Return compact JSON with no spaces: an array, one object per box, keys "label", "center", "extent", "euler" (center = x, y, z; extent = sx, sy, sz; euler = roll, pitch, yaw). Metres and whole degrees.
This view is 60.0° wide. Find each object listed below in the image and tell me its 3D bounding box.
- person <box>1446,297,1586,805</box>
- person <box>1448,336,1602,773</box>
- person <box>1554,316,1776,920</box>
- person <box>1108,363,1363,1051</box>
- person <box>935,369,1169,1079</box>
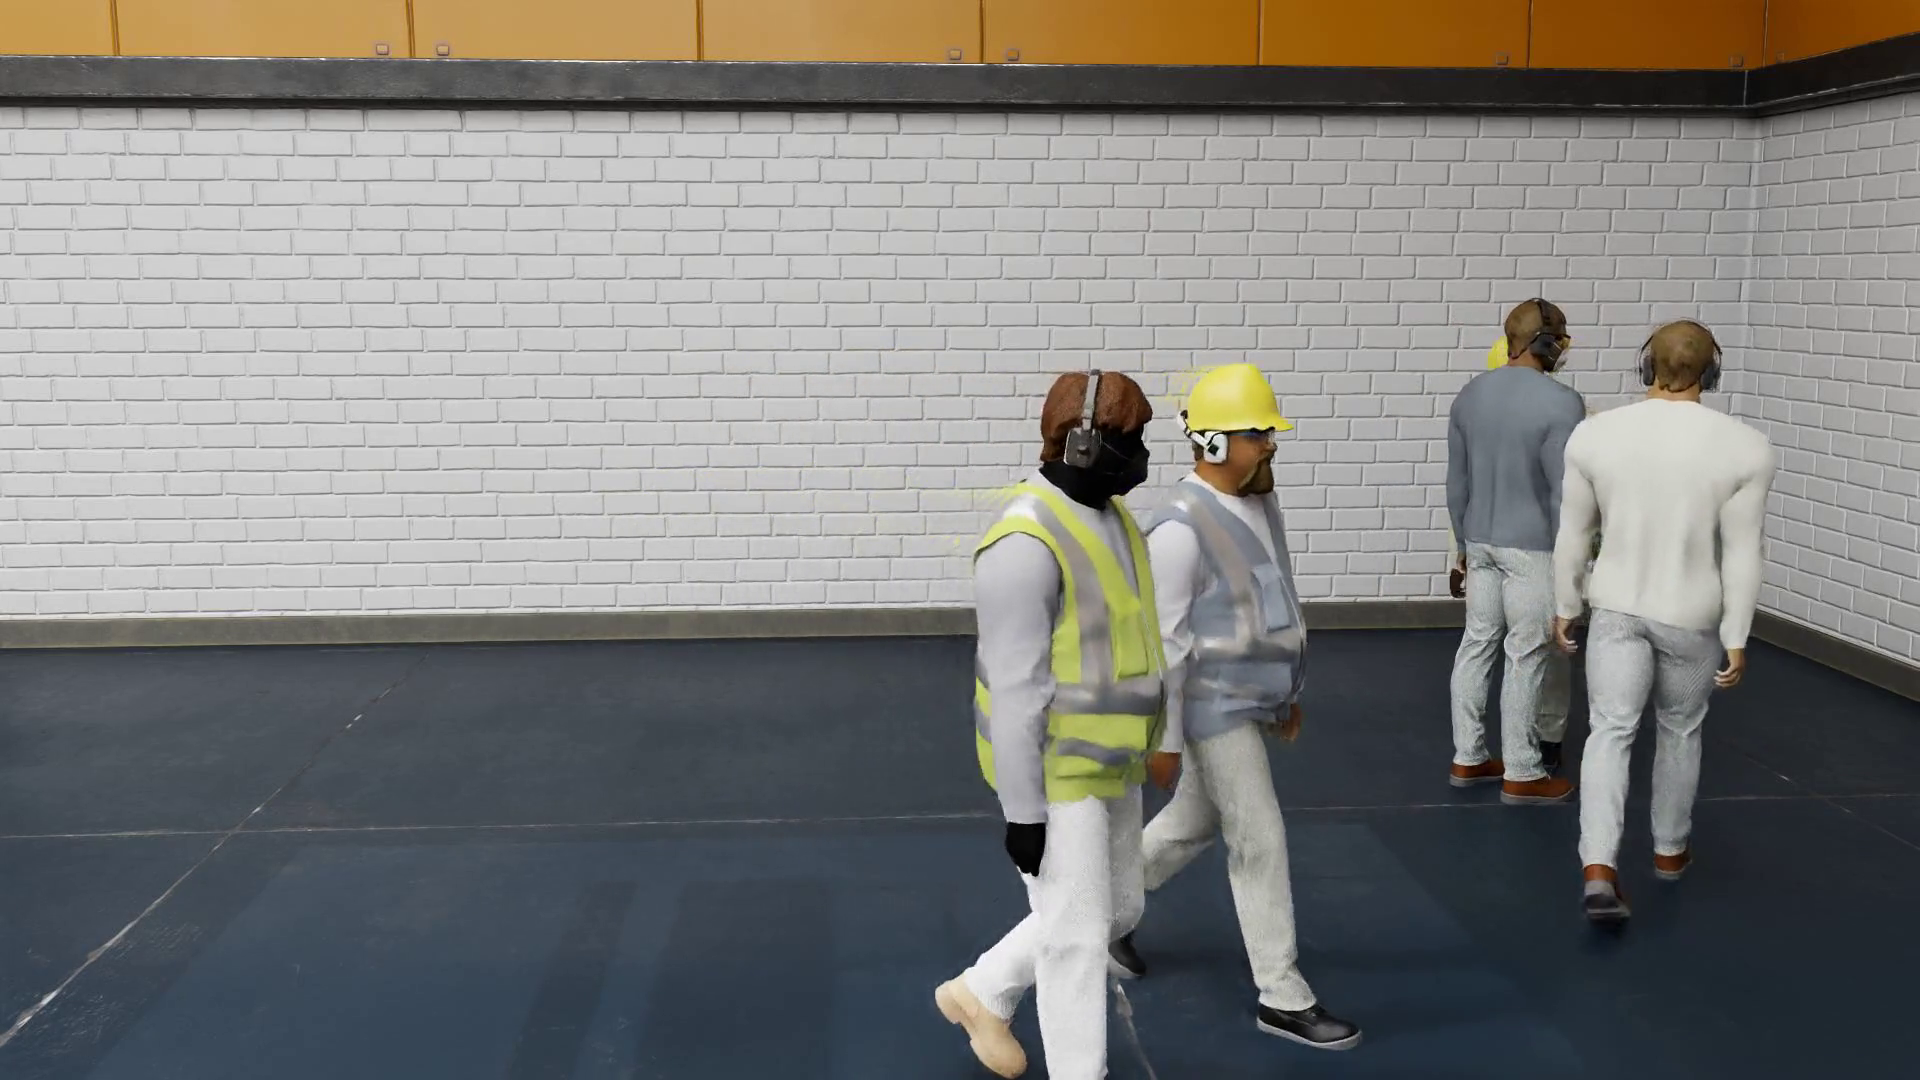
[{"label":"person","center":[2.141,0.041,6.424],"extent":[0.351,1.936,0.634],"euler":[-5,10,-27]},{"label":"person","center":[2.342,0.051,6.859],"extent":[0.617,1.779,0.654],"euler":[5,10,29]},{"label":"person","center":[2.194,0.245,5.285],"extent":[0.644,1.904,0.968],"euler":[5,10,30]},{"label":"person","center":[0.672,0.415,4.522],"extent":[0.878,1.805,0.595],"euler":[5,10,29]},{"label":"person","center":[0.219,0.519,3.813],"extent":[0.615,1.828,0.641],"euler":[4,10,25]}]
